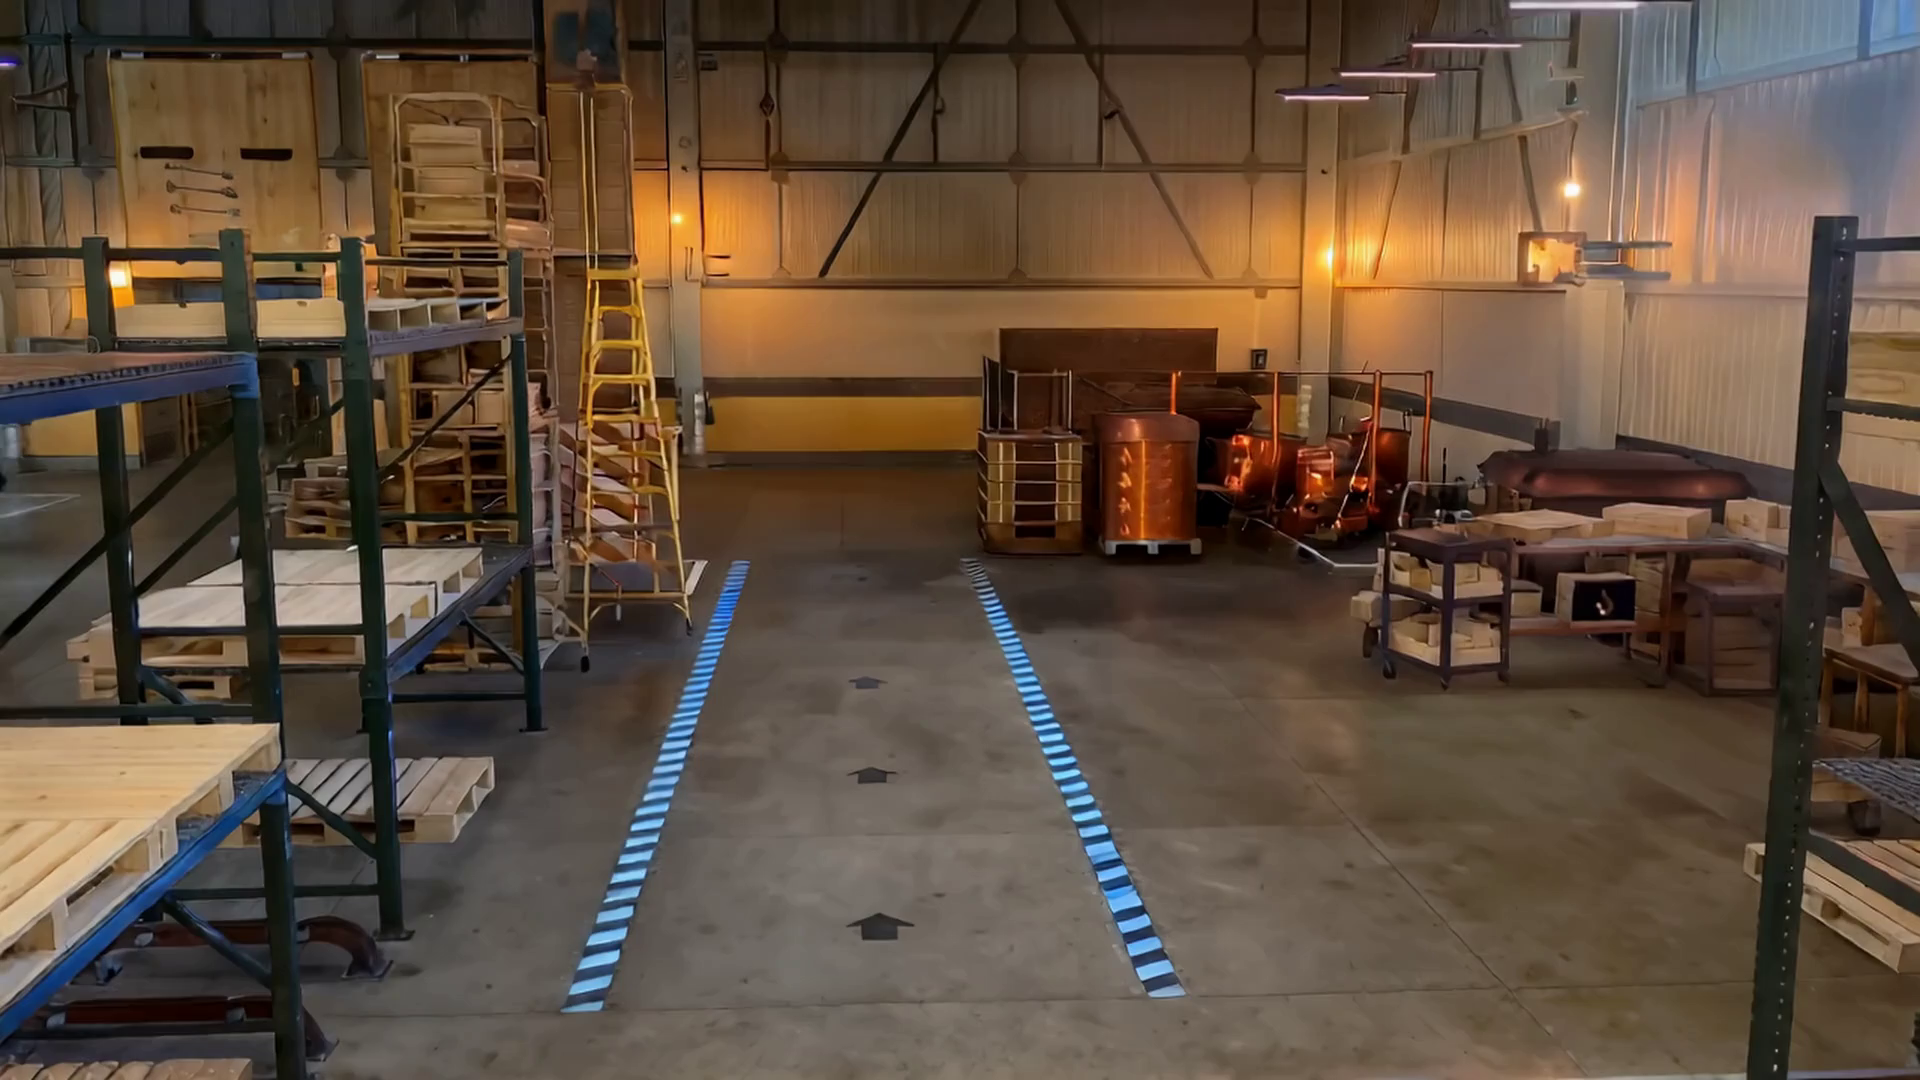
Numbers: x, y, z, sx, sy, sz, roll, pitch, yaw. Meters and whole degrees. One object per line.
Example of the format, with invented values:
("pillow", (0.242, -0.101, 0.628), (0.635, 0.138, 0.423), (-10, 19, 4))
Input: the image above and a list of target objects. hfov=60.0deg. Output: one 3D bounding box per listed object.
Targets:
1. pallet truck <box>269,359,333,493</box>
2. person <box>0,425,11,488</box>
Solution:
("pallet truck", (-7.062, -1.131, 18.996), (1.885, 1.965, 0.823), (2, 9, 13))
("person", (-13.182, -1.648, 22.470), (0.535, 1.919, 0.576), (3, 10, 19))
